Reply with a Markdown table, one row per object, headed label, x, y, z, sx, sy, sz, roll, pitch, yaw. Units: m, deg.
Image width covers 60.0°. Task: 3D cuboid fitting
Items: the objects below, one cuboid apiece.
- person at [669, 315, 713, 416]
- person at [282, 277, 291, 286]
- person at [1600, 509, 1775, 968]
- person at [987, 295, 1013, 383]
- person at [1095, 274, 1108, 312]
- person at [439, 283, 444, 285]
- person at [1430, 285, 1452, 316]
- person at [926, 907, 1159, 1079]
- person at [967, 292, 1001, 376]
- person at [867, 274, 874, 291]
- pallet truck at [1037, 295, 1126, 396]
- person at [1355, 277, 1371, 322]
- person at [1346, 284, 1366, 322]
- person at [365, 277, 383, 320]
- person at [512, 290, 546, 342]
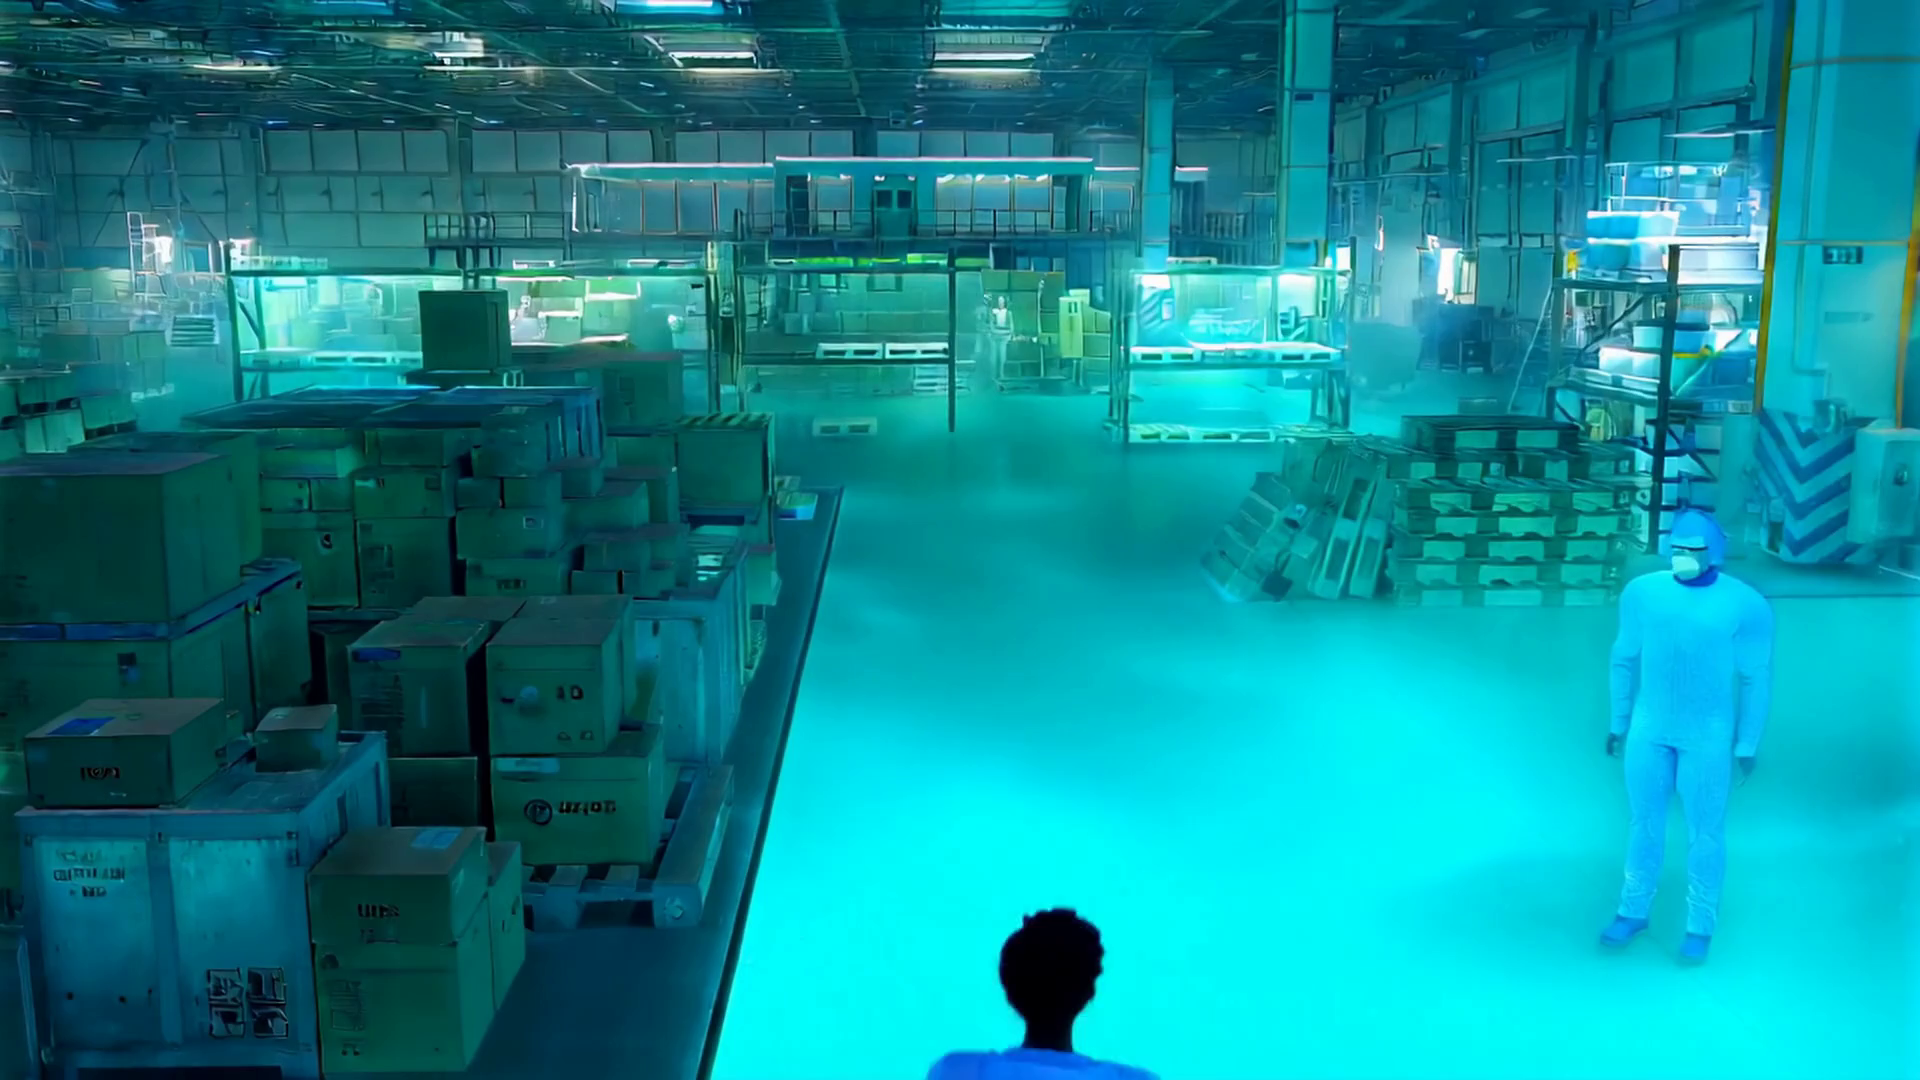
| label | x | y | z | sx | sy | sz | roll | pitch | yaw |
| --- | --- | --- | --- | --- | --- | --- | --- | --- | --- |
| person | -4.534 | -2.832 | 27.686 | 0.728 | 1.838 | 0.572 | 0 | 10 | -1 |
| person | -24.671 | -8.766 | 61.010 | 0.484 | 1.736 | 0.323 | -2 | 10 | -10 |
| person | 3.045 | 0.823 | 7.021 | 0.637 | 1.936 | 0.355 | 9 | 14 | 42 |
| person | 0.862 | -4.333 | 35.897 | 0.583 | 1.882 | 0.337 | -2 | 10 | -11 |
| person | 4.923 | -8.296 | 57.920 | 0.395 | 1.910 | 0.586 | -6 | 12 | -31 |
| person | -14.093 | -6.100 | 45.689 | 0.930 | 1.896 | 0.569 | -6 | 12 | -28 |
| person | 13.217 | -6.069 | 45.684 | 0.623 | 1.845 | 0.430 | -1 | 10 | -7 |
| person | 0.207 | 1.575 | 3.607 | 0.550 | 1.657 | 0.842 | 2 | 10 | 12 |
| person | 0.532 | -4.678 | 37.763 | 0.600 | 1.916 | 0.914 | -8 | 13 | -38 |
| person | -3.336 | -8.490 | 58.949 | 0.542 | 1.928 | 0.399 | -3 | 11 | -18 |
| pallet truck | 2.483 | -3.881 | 33.060 | 1.885 | 1.965 | 0.823 | -7 | 13 | -36 |
| person | 13.914 | -8.137 | 57.293 | 0.533 | 1.799 | 0.927 | -6 | 12 | -31 |
| person | 11.015 | -6.191 | 46.331 | 0.524 | 1.854 | 0.655 | 3 | 11 | 18 |
| person | -20.240 | -8.195 | 57.631 | 0.626 | 1.796 | 0.844 | 1 | 10 | 5 |
| person | -8.841 | -4.076 | 34.029 | 0.686 | 2.000 | 0.538 | 1 | 10 | 3 |
